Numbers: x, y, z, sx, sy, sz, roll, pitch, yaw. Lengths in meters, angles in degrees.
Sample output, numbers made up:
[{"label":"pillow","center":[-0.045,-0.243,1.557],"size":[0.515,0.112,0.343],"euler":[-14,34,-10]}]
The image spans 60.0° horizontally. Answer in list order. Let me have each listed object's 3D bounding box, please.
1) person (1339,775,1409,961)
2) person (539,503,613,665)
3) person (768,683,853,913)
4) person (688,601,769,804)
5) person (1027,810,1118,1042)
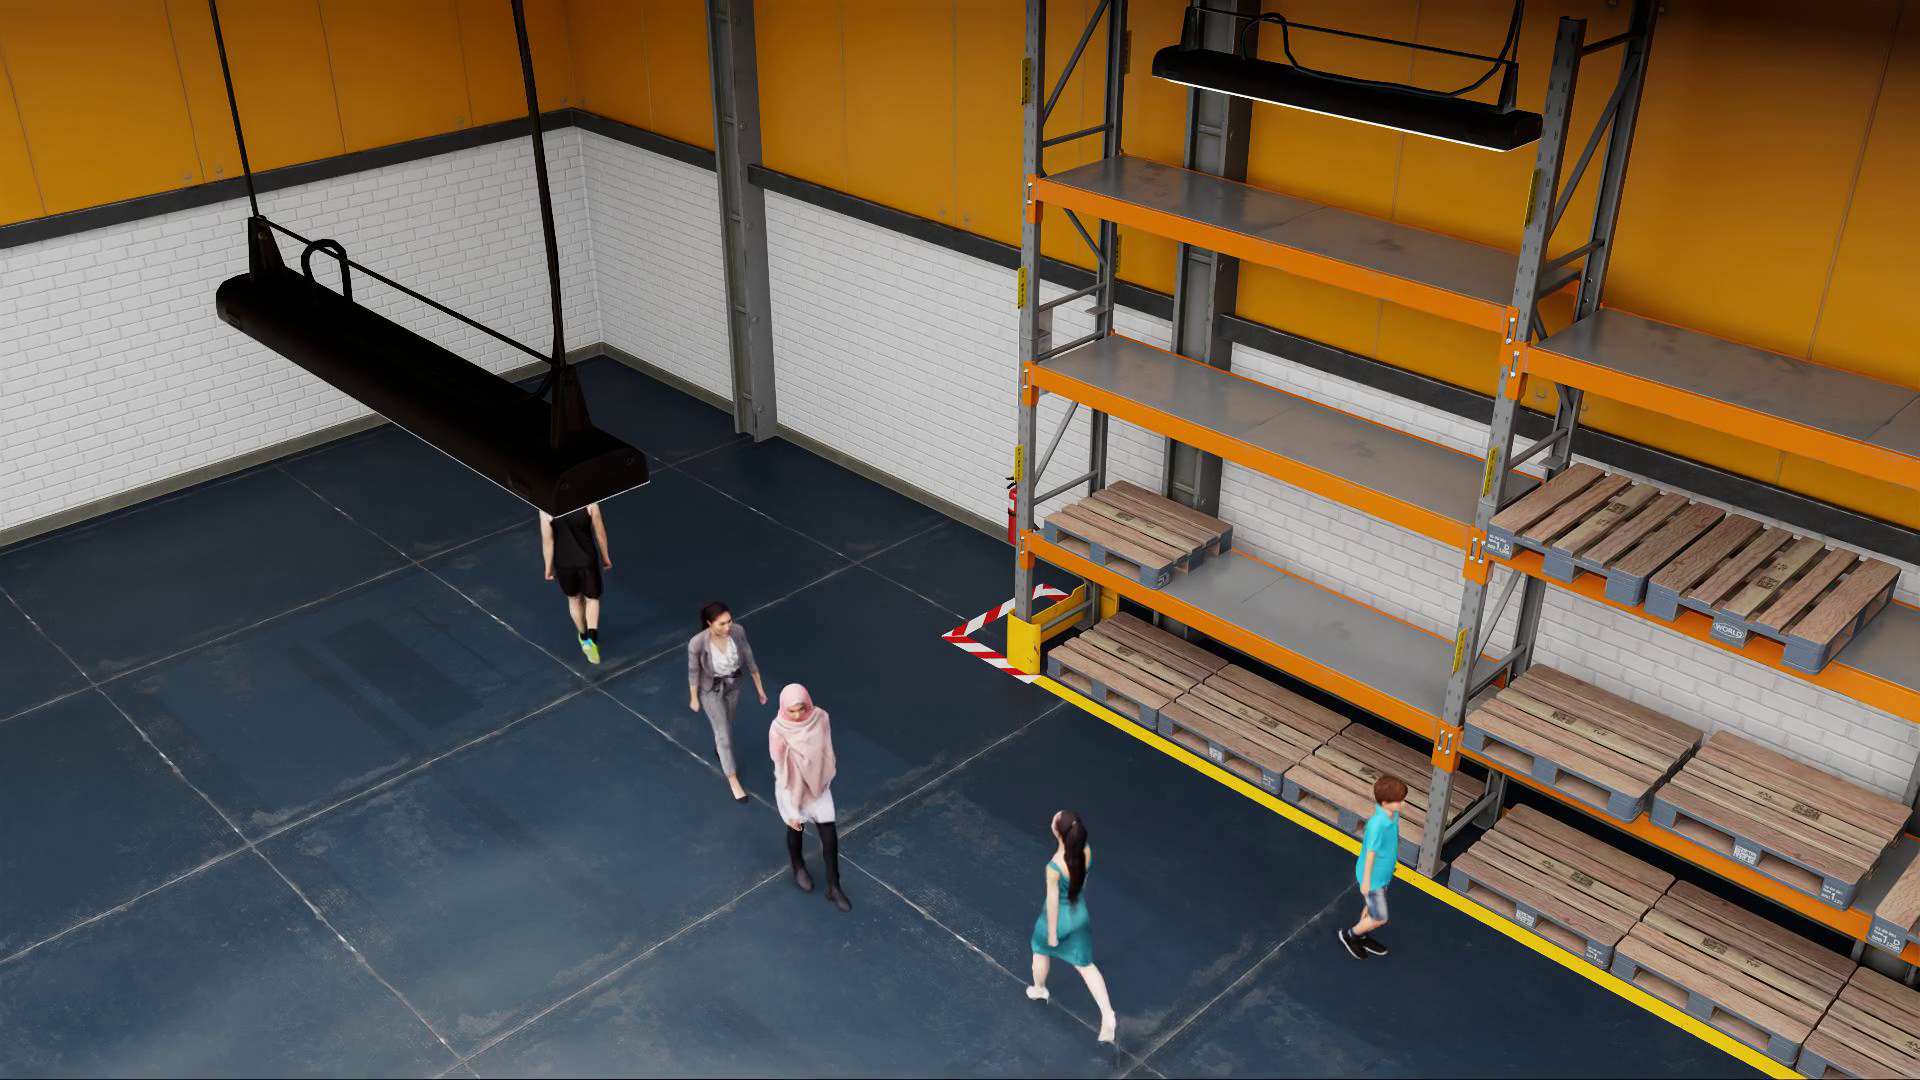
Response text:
[{"label":"person","center":[2.683,2.145,10.958],"size":[0.591,1.441,0.578],"euler":[18,33,30]},{"label":"person","center":[-3.245,0.212,14.054],"size":[1.039,1.869,1.164],"euler":[-6,29,-10]},{"label":"person","center":[-1.139,1.705,11.419],"size":[0.740,1.772,0.929],"euler":[-17,33,-28]},{"label":"person","center":[-1.851,1.128,12.613],"size":[0.728,1.641,0.951],"euler":[-23,36,-35]},{"label":"person","center":[0.713,2.398,10.274],"size":[0.614,1.651,1.041],"euler":[-21,35,-33]}]
